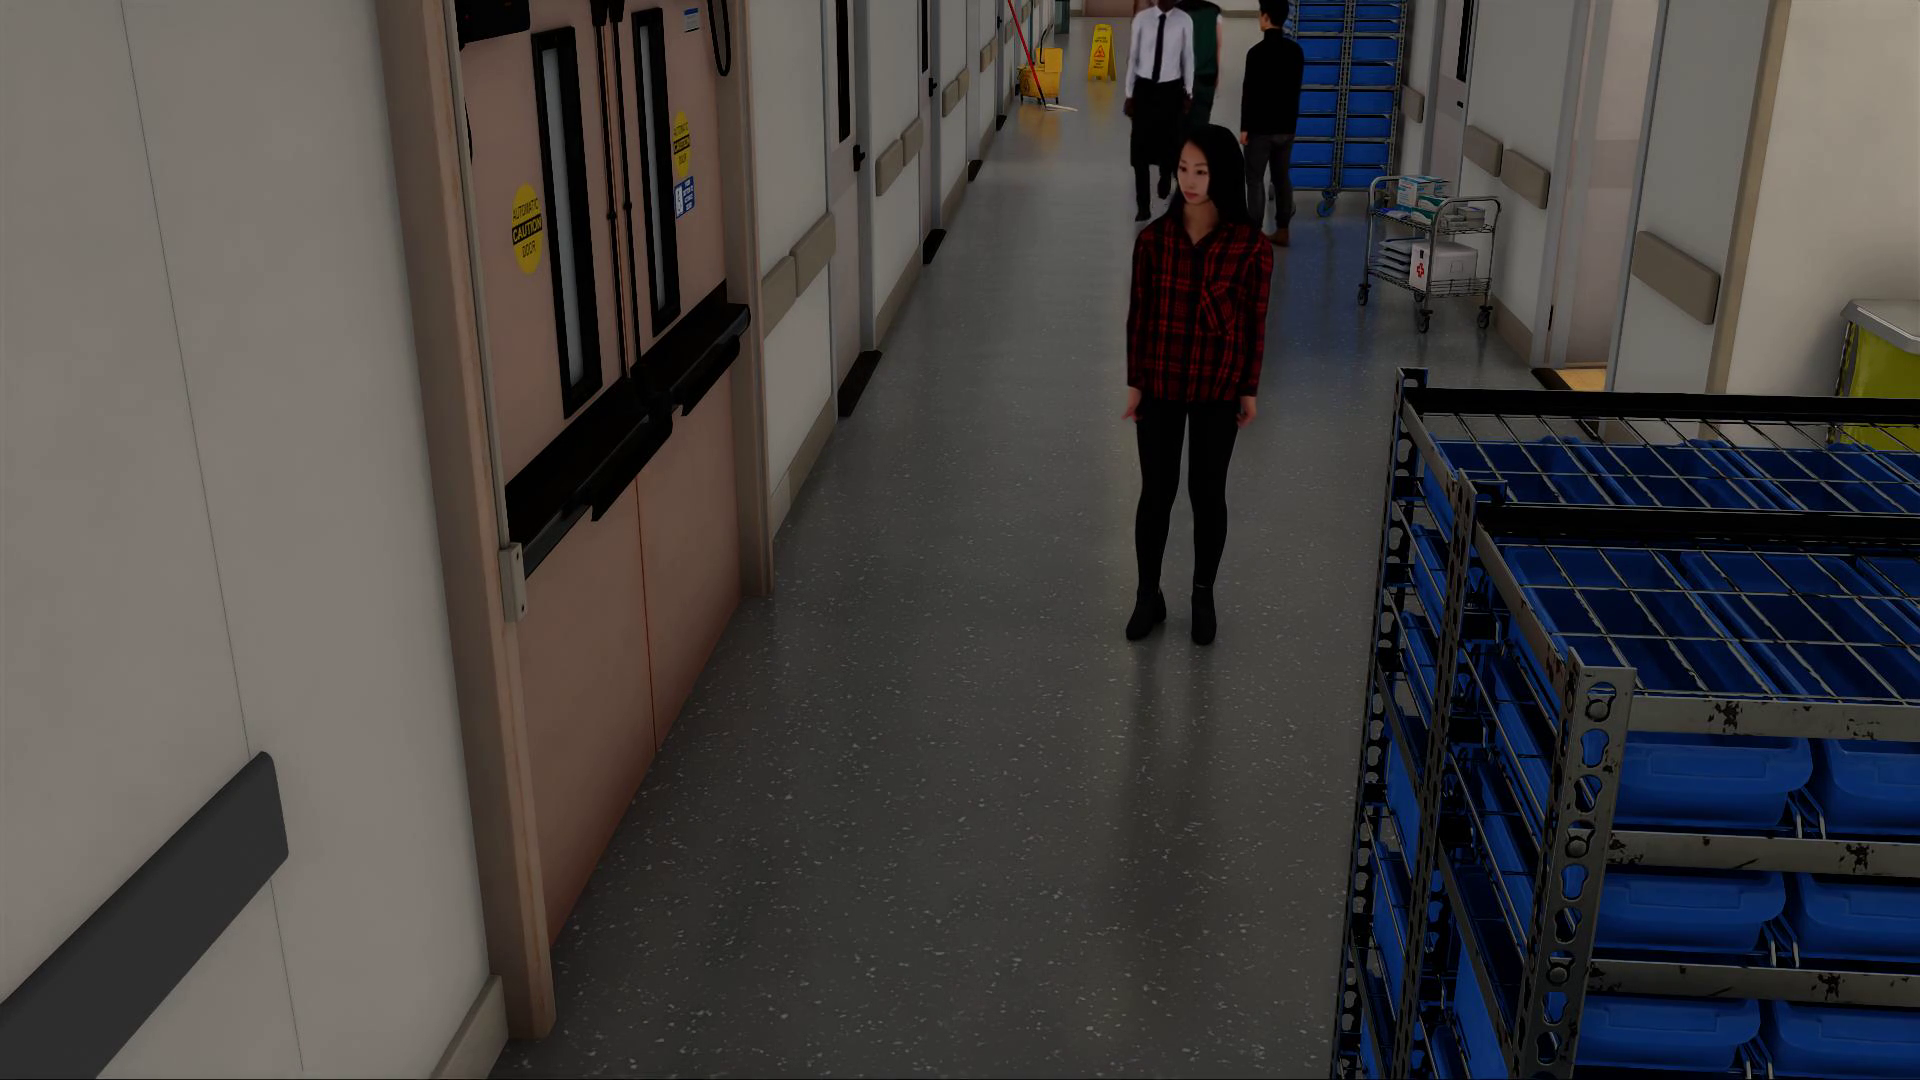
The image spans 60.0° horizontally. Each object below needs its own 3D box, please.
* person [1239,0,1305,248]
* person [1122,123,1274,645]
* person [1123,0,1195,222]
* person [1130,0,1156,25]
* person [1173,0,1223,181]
[{"bbox_3d":[2.163,-2.901,11.571,0.723,1.720,0.728,-11,23,-26],"label":"person"},{"bbox_3d":[0.729,-0.479,5.268,0.617,1.655,0.557,5,21,13],"label":"person"},{"bbox_3d":[1.531,-3.370,12.687,0.766,1.806,1.081,6,21,15],"label":"person"},{"bbox_3d":[3.800,-11.234,33.614,1.030,1.690,1.232,-9,23,-23],"label":"person"},{"bbox_3d":[1.920,-3.772,13.761,0.683,1.793,1.122,3,21,8],"label":"person"}]
